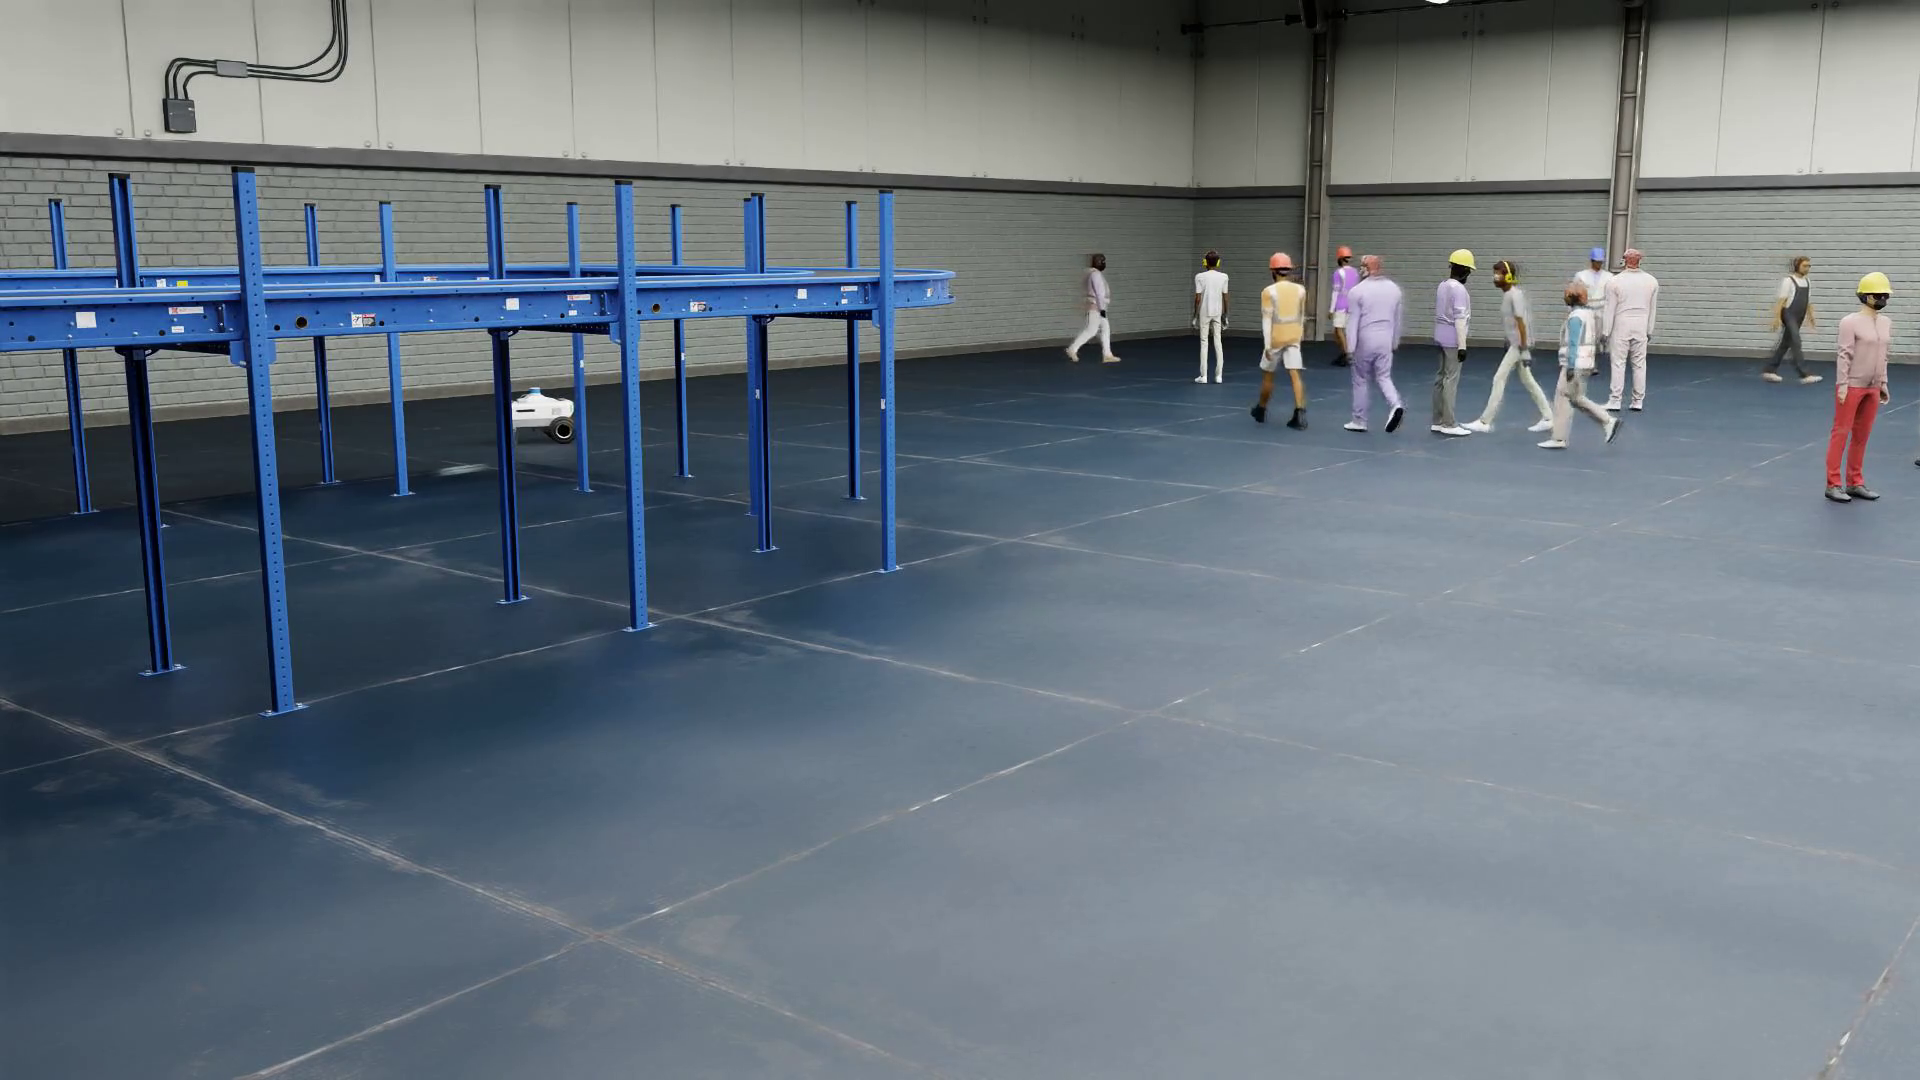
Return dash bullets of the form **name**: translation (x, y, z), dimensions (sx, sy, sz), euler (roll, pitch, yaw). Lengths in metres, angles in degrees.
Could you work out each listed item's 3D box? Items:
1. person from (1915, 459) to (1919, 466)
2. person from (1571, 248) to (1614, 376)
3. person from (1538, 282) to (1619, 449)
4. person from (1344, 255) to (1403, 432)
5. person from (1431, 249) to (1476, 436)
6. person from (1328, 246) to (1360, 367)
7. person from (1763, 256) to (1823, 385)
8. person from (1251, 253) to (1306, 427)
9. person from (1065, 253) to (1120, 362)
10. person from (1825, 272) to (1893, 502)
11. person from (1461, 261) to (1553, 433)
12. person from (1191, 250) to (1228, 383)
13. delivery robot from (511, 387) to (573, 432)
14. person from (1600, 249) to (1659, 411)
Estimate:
- **person**: translation (8.786, -1.608, 14.790), dimensions (0.363, 1.939, 0.542), euler (10, 14, 42)
- **person**: translation (9.537, -3.426, 25.001), dimensions (0.634, 1.893, 1.021), euler (1, 10, 5)
- **person**: translation (6.027, -1.681, 16.102), dimensions (0.655, 1.615, 0.515), euler (5, 12, 27)
- **person**: translation (4.360, -2.050, 17.449), dimensions (0.650, 1.875, 0.809), euler (-4, 11, -19)
- **person**: translation (5.150, -2.059, 17.349), dimensions (0.381, 1.917, 0.585), euler (-1, 10, -5)
- **person**: translation (6.184, -3.769, 26.835), dimensions (0.546, 1.947, 0.514), euler (-7, 13, -35)
- **person**: translation (11.800, -3.106, 23.502), dimensions (0.556, 1.796, 0.973), euler (-6, 12, -29)
- **person**: translation (3.516, -2.185, 18.175), dimensions (0.548, 1.883, 1.056), euler (-2, 10, -12)
- **person**: translation (2.204, -3.845, 27.557), dimensions (0.868, 1.811, 0.623), euler (1, 10, 3)
- **person**: translation (7.034, -1.191, 12.956), dimensions (0.522, 1.769, 0.318), euler (-4, 11, -22)
- **person**: translation (5.863, -2.029, 17.532), dimensions (0.978, 1.803, 0.585), euler (2, 10, 12)
- **person**: translation (3.550, -3.165, 23.611), dimensions (0.534, 1.869, 0.311), euler (-2, 10, -10)
- **delivery robot**: translation (-4.267, -1.292, 16.731), dimensions (0.707, 0.478, 0.477), euler (-4, 11, -21)
- **person**: translation (7.909, -2.485, 19.736), dimensions (0.640, 1.910, 0.401), euler (-1, 10, -5)
